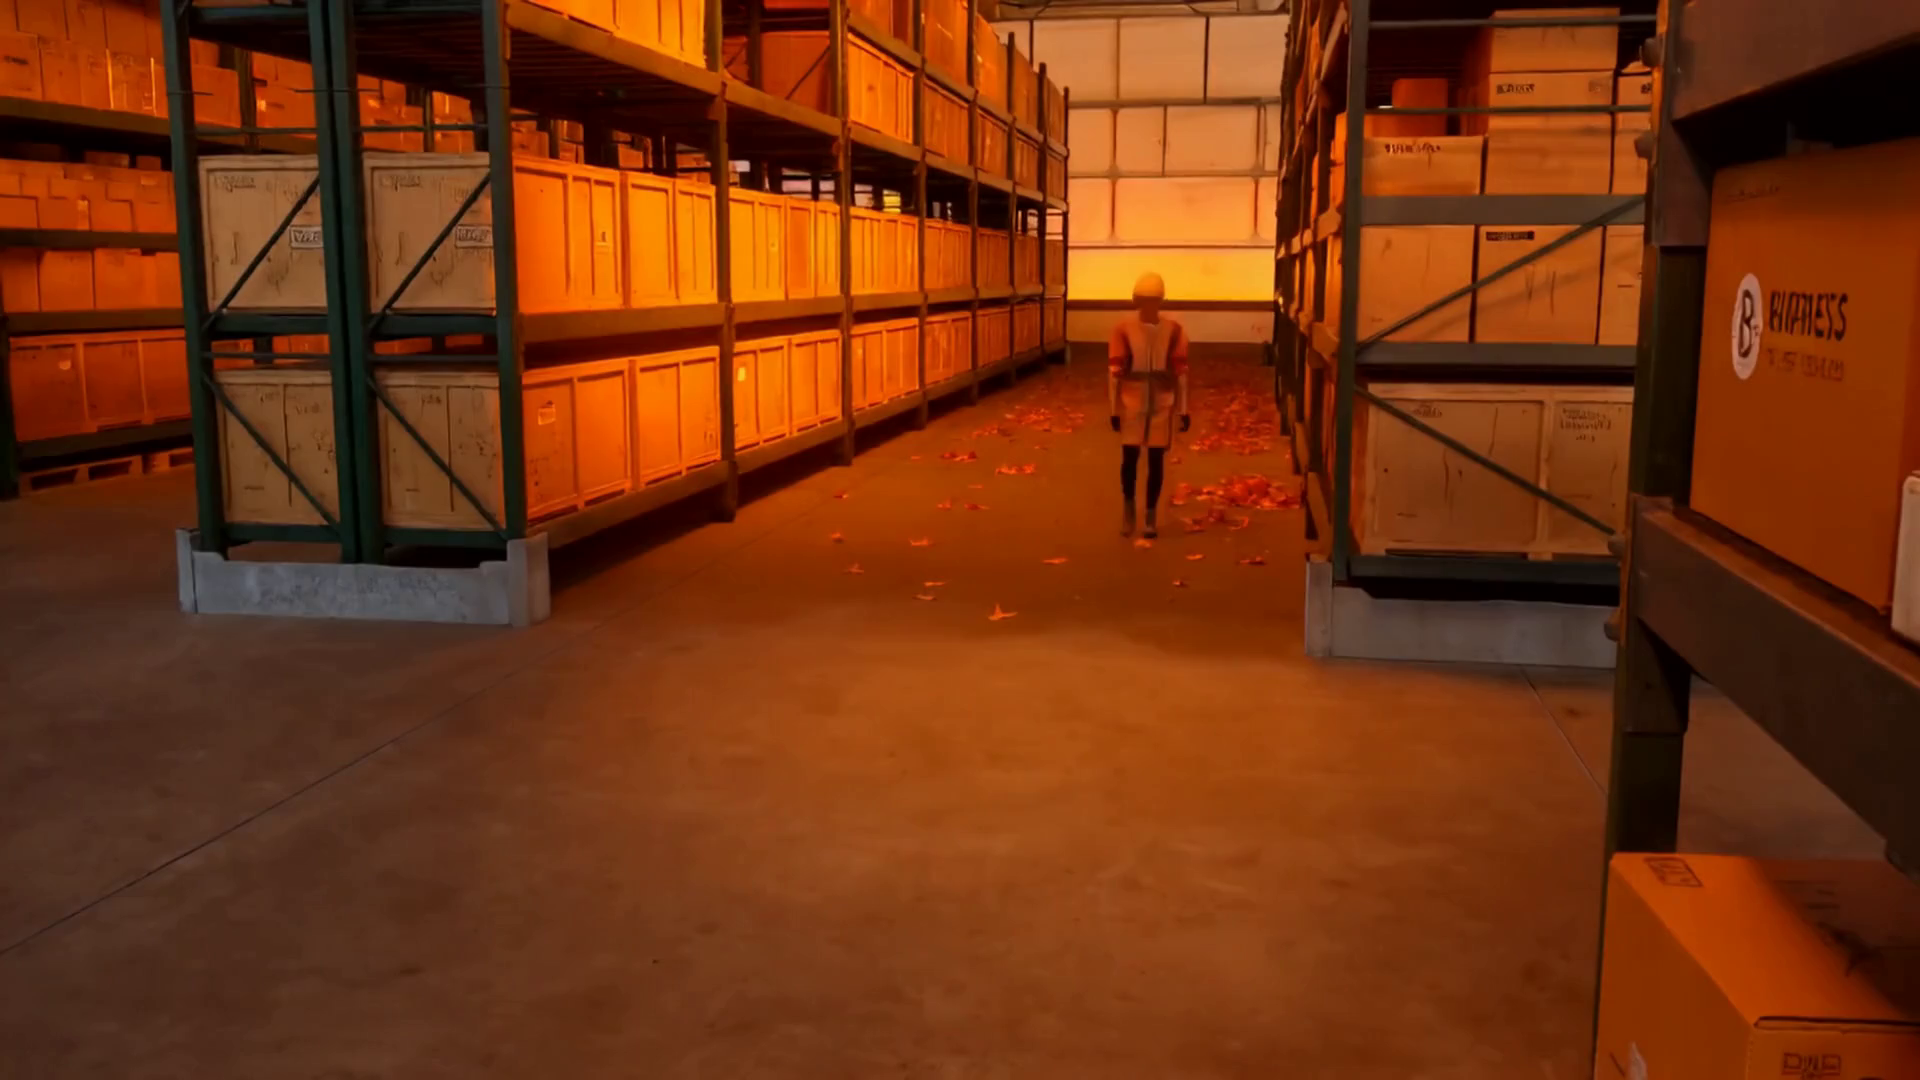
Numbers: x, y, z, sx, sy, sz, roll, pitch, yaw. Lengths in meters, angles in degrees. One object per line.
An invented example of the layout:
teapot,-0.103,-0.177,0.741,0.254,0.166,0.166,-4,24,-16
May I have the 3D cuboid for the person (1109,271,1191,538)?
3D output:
person,1.435,-1.005,12.565,0.626,2.020,0.648,1,9,5
